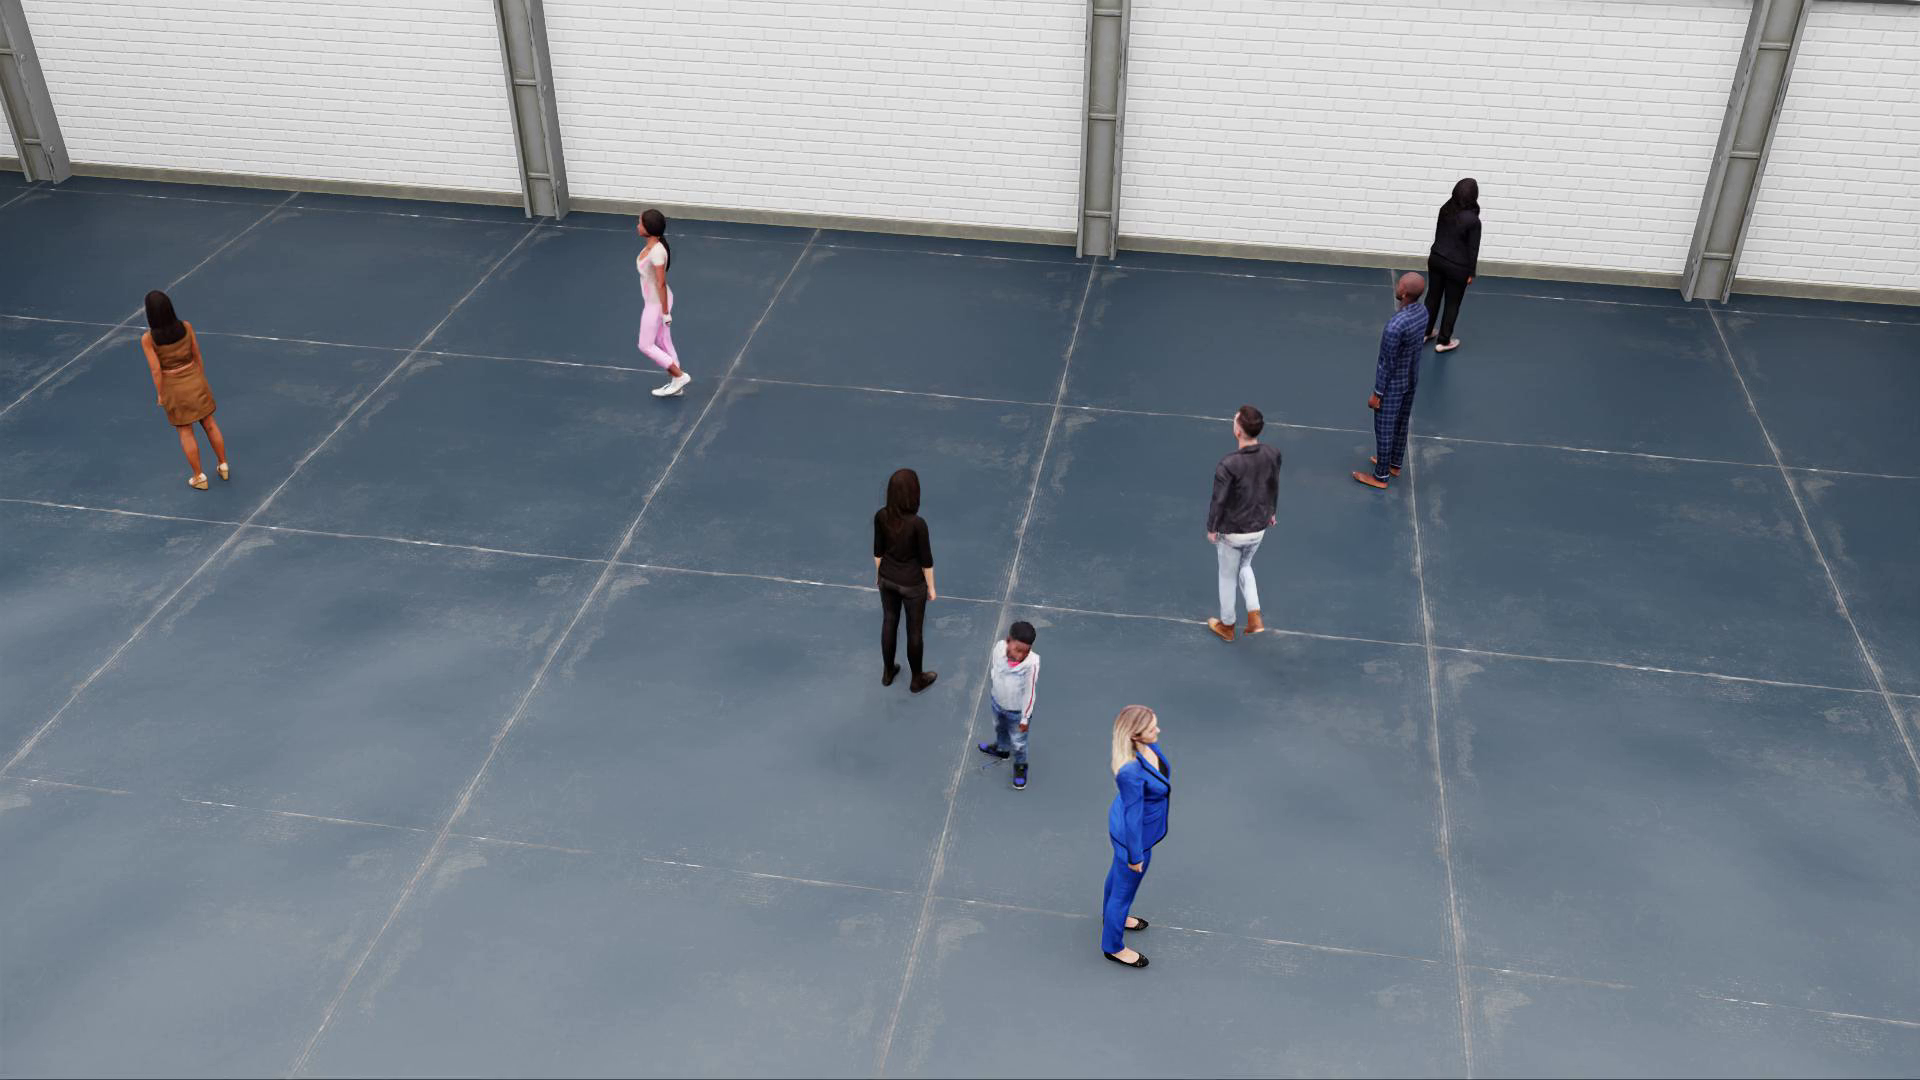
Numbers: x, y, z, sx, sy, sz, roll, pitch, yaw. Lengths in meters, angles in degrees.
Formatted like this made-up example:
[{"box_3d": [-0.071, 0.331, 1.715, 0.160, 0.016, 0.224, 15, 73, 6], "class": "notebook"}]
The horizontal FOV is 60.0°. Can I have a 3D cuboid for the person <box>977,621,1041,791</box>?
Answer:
[{"box_3d": [0.320, 0.951, 10.216, 0.759, 1.241, 0.628, -23, 40, -30], "class": "person"}]

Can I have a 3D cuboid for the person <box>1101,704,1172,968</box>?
[{"box_3d": [0.910, 1.554, 8.894, 0.549, 1.700, 0.633, 4, 34, 5], "class": "person"}]

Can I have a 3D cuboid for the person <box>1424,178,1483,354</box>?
[{"box_3d": [4.440, -2.492, 15.059, 0.812, 1.615, 0.748, -23, 40, -31], "class": "person"}]

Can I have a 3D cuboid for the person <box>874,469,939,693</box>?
[{"box_3d": [-0.378, 0.270, 10.879, 0.540, 1.640, 0.701, 15, 37, 22], "class": "person"}]

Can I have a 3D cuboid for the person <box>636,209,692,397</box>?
[{"box_3d": [-2.488, -2.003, 14.220, 0.716, 1.728, 0.661, -4, 34, -5], "class": "person"}]

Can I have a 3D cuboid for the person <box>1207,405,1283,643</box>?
[{"box_3d": [1.942, -0.048, 11.189, 0.840, 1.826, 0.906, -16, 37, -22], "class": "person"}]

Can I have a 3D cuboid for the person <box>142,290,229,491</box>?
[{"box_3d": [-6.069, -1.174, 13.007, 0.652, 1.690, 0.637, 25, 41, 32], "class": "person"}]

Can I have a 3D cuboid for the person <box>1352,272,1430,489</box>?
[{"box_3d": [3.425, -1.261, 13.021, 0.780, 1.819, 0.761, 26, 42, 33], "class": "person"}]
